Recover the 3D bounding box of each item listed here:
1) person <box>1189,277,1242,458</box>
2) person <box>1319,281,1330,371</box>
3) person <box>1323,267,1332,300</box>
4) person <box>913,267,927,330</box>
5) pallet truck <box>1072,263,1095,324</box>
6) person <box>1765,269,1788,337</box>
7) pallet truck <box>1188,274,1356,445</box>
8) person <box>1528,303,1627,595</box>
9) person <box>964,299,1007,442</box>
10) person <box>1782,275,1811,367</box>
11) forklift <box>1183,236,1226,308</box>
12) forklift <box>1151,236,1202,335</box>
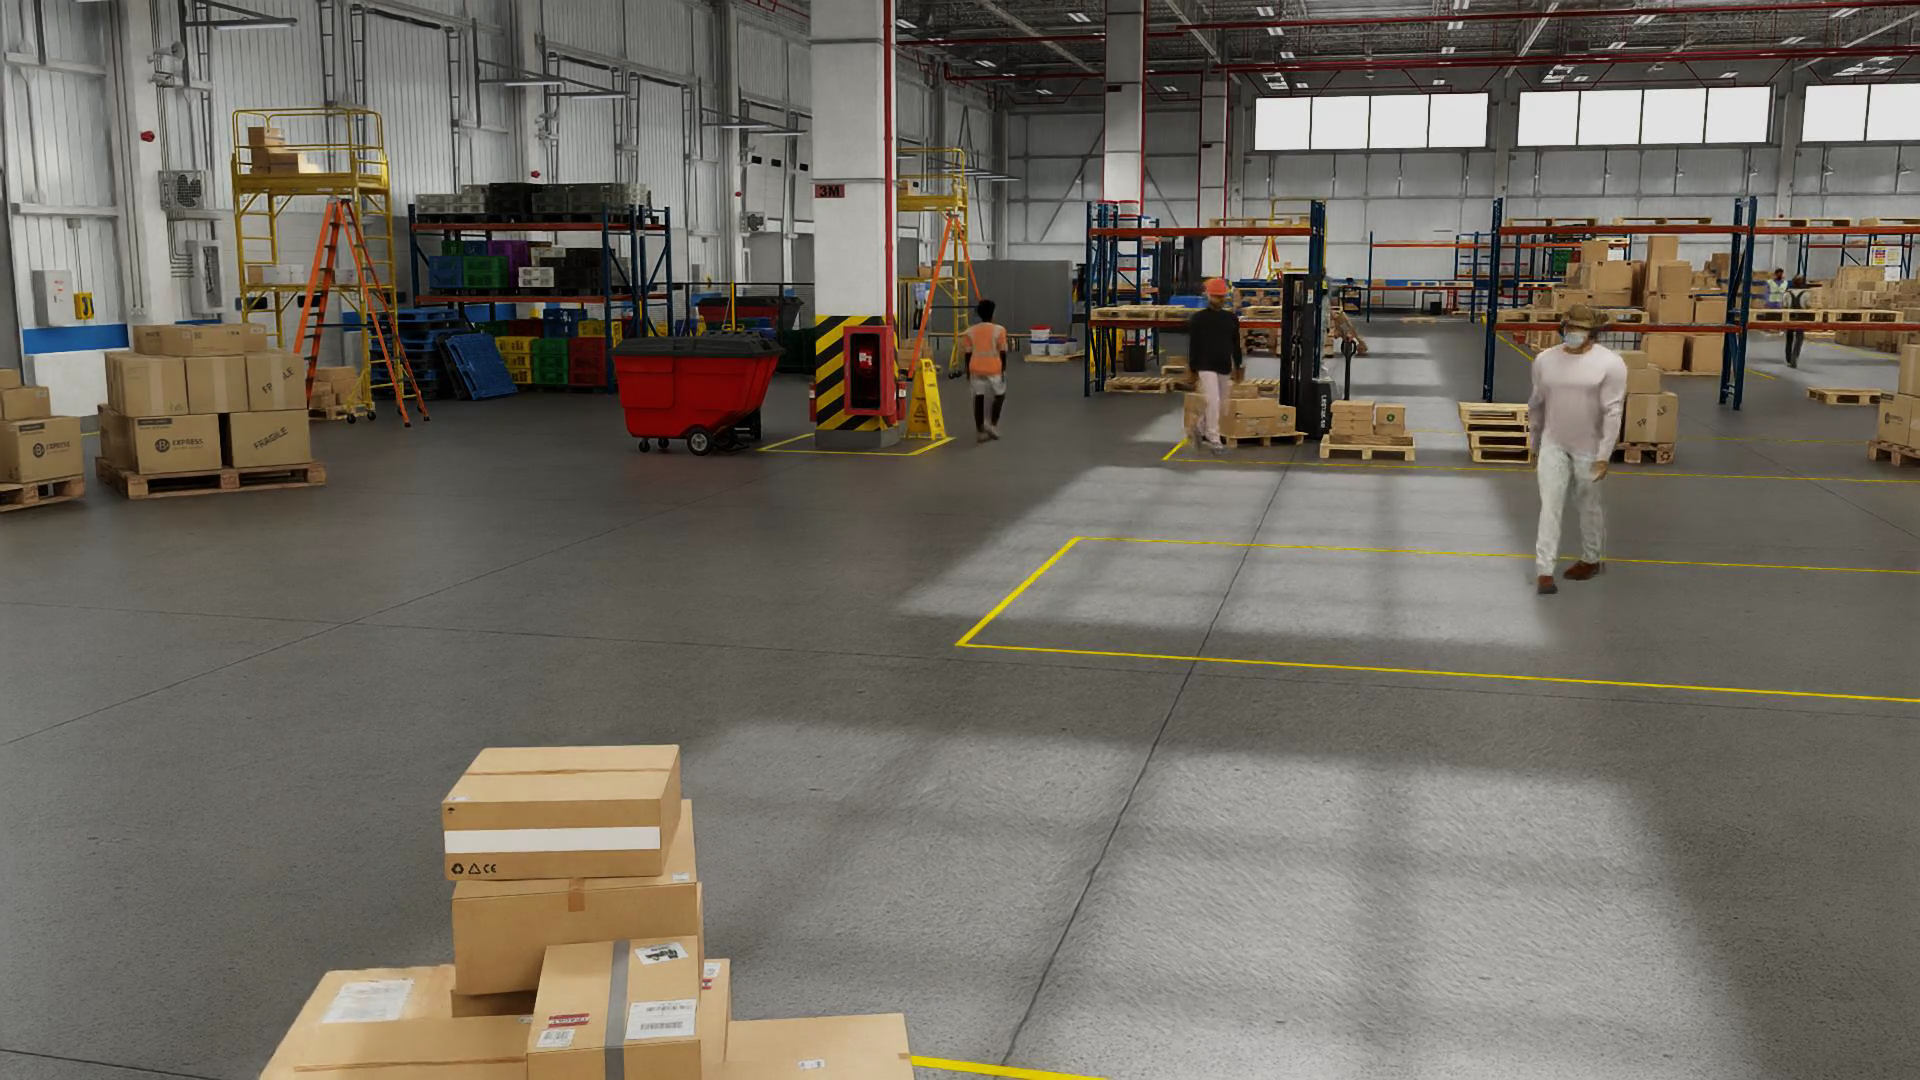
[{"bbox_3d":[2.780,-1.910,18.351,0.621,1.969,0.849,-4,10,-23],"label":"person"},{"bbox_3d":[6.917,-4.105,31.951,0.486,1.737,0.320,-5,11,-27],"label":"person"},{"bbox_3d":[11.083,-7.413,50.896,0.636,1.916,0.768,7,12,36],"label":"person"},{"bbox_3d":[-1.190,-7.330,50.381,0.393,1.928,0.543,6,11,30],"label":"person"},{"bbox_3d":[4.325,-8.180,55.162,0.823,1.965,1.885,6,11,31],"label":"pallet truck"},{"bbox_3d":[22.426,-6.504,45.697,0.596,1.864,1.019,2,10,11],"label":"person"},{"bbox_3d":[3.653,-2.138,19.590,1.885,1.965,0.823,-4,10,-20],"label":"pallet truck"},{"bbox_3d":[4.041,-0.607,10.935,0.634,1.896,0.950,7,12,35],"label":"person"},{"bbox_3d":[0.323,-1.994,19.633,0.552,1.682,0.434,4,10,20],"label":"person"},{"bbox_3d":[16.563,-4.327,32.980,0.522,1.827,0.754,6,11,30],"label":"person"},{"bbox_3d":[7.055,-7.817,50.429,1.873,2.768,1.129,-2,10,-12],"label":"forklift"},{"bbox_3d":[5.866,-7.214,46.878,1.873,2.768,1.129,2,10,14],"label":"forklift"}]
